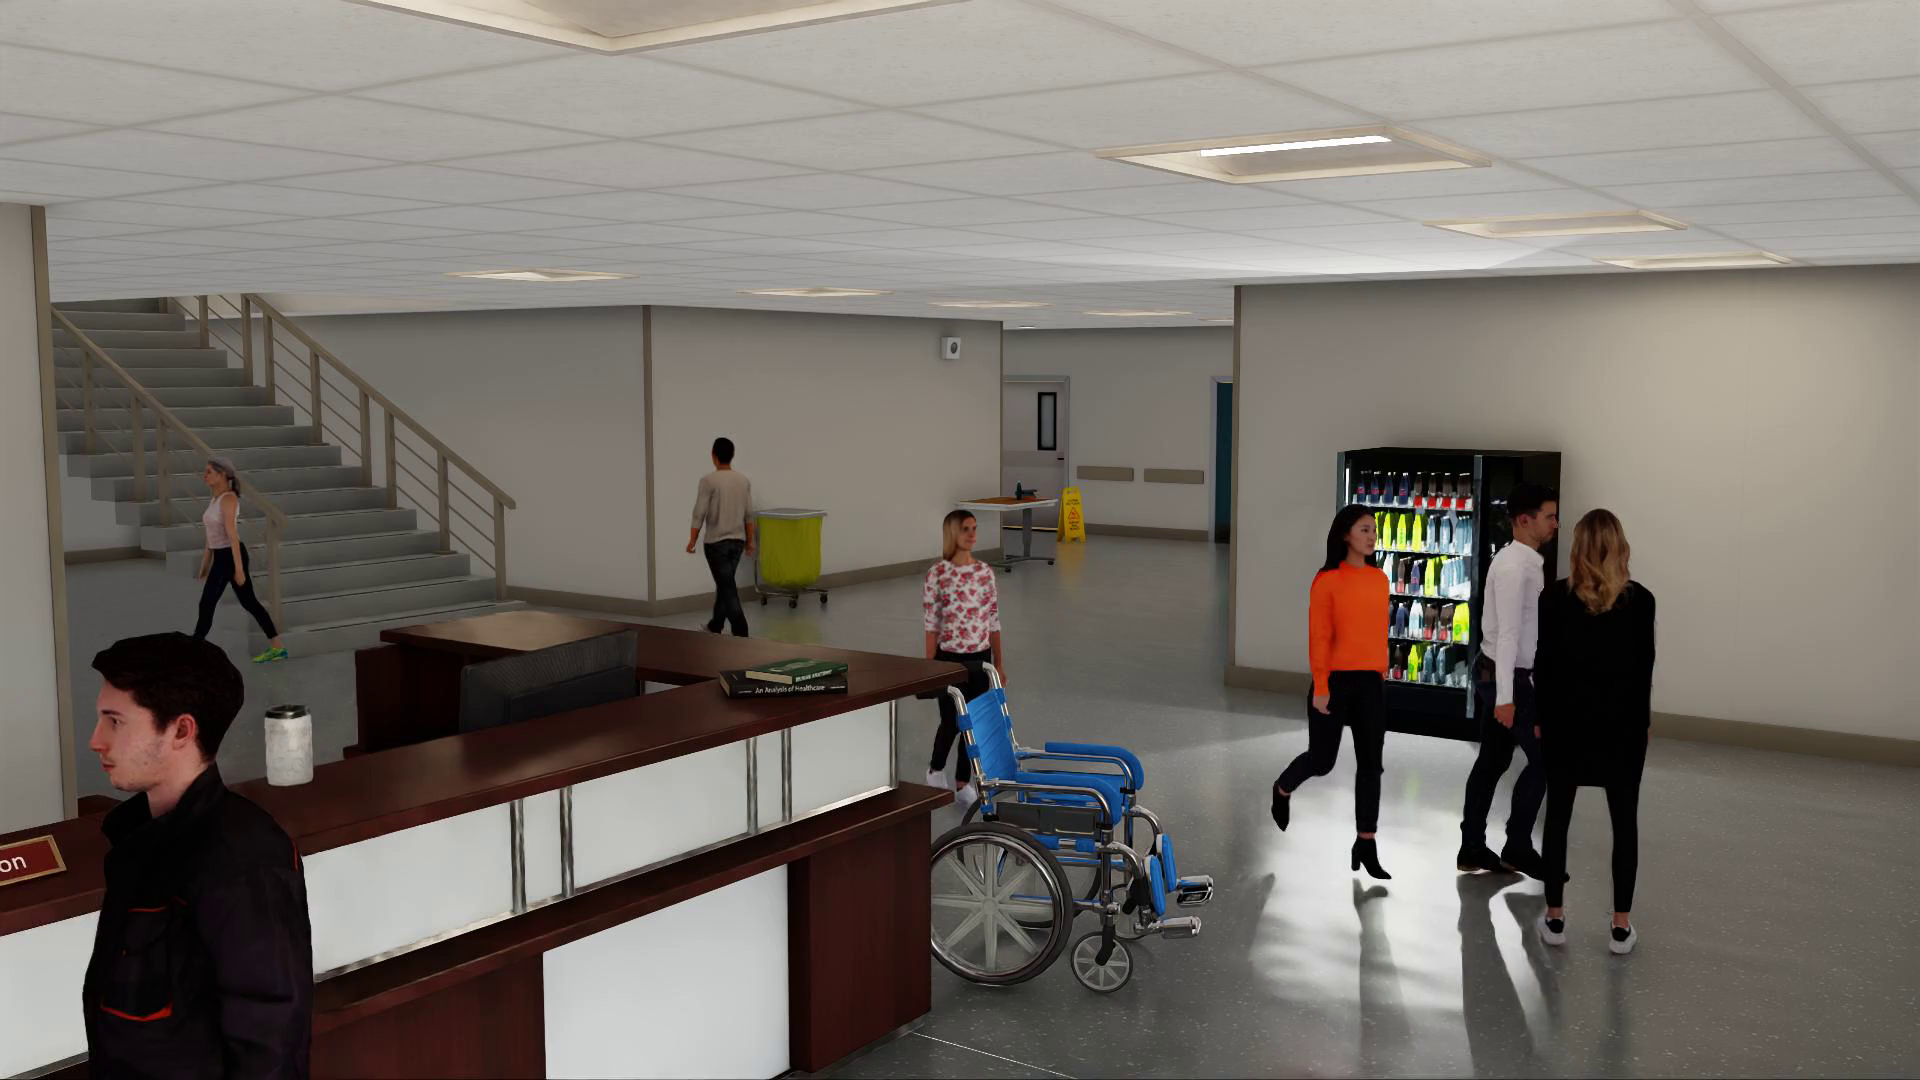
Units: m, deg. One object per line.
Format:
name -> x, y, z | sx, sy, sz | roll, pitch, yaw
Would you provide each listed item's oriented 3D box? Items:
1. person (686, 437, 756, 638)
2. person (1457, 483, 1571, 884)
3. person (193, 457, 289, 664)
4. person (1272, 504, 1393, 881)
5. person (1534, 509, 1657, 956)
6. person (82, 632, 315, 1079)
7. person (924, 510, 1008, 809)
person -> -1.919, 0.062, 13.956 | 0.770, 1.777, 1.084 | -6, 8, -45
person -> 2.444, 0.656, 7.678 | 0.833, 1.852, 0.818 | 2, 6, 15
person -> -5.658, 0.213, 13.106 | 1.021, 1.648, 1.207 | -3, 7, -31
person -> 1.764, 0.702, 7.851 | 0.938, 1.726, 1.115 | -3, 7, -28
person -> 2.585, 0.772, 6.790 | 0.523, 1.799, 0.712 | 2, 6, 21
person -> -1.227, 1.105, 2.894 | 0.842, 1.916, 0.710 | -6, 8, -44
person -> -0.036, 0.642, 8.977 | 0.670, 1.621, 0.691 | -4, 7, -34
